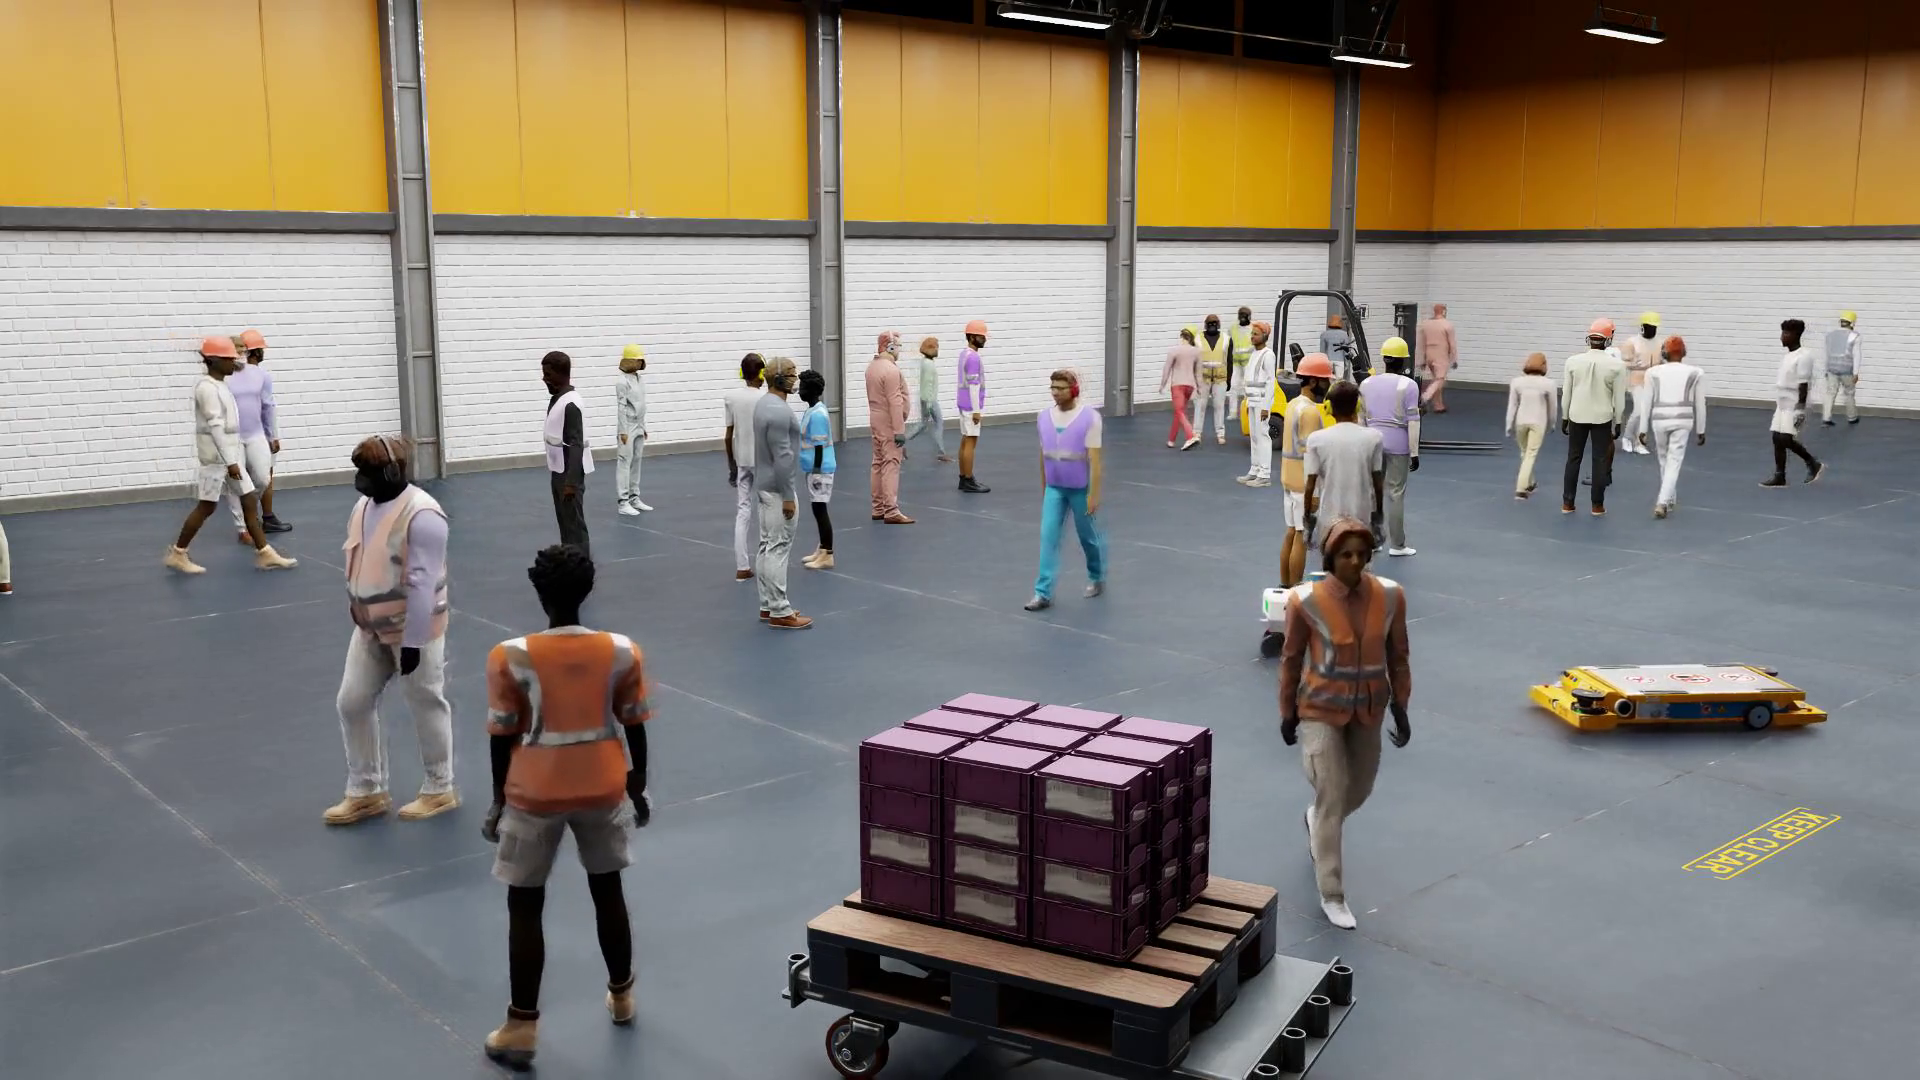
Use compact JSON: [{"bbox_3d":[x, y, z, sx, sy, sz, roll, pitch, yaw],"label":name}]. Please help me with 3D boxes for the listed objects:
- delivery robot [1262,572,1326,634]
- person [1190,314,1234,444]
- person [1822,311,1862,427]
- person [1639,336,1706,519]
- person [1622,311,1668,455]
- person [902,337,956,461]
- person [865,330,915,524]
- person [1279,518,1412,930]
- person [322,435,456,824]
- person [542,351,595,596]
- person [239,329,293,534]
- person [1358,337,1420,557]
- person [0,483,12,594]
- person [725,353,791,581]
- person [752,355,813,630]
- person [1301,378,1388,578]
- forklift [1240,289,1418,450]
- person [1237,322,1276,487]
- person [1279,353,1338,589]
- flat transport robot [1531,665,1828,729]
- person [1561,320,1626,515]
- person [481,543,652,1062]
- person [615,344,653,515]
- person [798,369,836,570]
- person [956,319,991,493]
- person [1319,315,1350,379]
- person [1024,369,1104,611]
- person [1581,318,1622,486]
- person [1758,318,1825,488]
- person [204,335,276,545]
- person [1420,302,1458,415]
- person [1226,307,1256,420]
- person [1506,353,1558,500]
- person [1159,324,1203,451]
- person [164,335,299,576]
[{"bbox_3d":[2.352,0.454,10.953,0.707,0.478,0.477,2,10,13],"label":"delivery robot"},{"bbox_3d":[3.519,-2.251,23.339,0.622,1.835,0.430,0,10,2],"label":"person"},{"bbox_3d":[13.675,-2.632,25.687,0.783,1.788,0.630,-6,12,-33],"label":"person"},{"bbox_3d":[7.222,-1.143,16.866,0.600,1.834,0.960,5,11,27],"label":"person"},{"bbox_3d":[9.105,-2.081,22.096,0.584,1.913,0.416,-2,10,-12],"label":"person"},{"bbox_3d":[-0.445,-1.800,21.340,0.711,1.608,0.501,-2,10,-12],"label":"person"},{"bbox_3d":[-0.692,-1.114,16.456,0.411,1.908,0.643,-4,11,-24],"label":"person"},{"bbox_3d":[1.523,0.684,6.777,0.509,1.614,0.728,-2,10,-12],"label":"person"},{"bbox_3d":[-2.665,0.437,7.647,0.630,1.821,0.698,7,12,34],"label":"person"},{"bbox_3d":[-3.038,-0.504,12.860,0.393,1.916,0.591,-5,11,-26],"label":"person"},{"bbox_3d":[-6.694,-1.029,15.854,0.545,1.942,0.354,5,11,27],"label":"person"},{"bbox_3d":[3.785,-0.818,14.655,0.585,1.928,0.370,9,13,43],"label":"person"},{"bbox_3d":[-7.579,-0.461,12.762,0.329,1.865,0.515,1,10,7],"label":"person"},{"bbox_3d":[-1.663,-0.579,13.527,0.555,1.864,0.479,4,10,20],"label":"person"},{"bbox_3d":[-1.283,-0.337,11.812,0.370,1.941,0.627,-3,10,-18],"label":"person"},{"bbox_3d":[2.502,-0.120,10.804,0.564,1.851,0.649,2,10,10],"label":"person"},{"bbox_3d":[5.034,-2.339,22.783,2.313,2.155,1.214,3,10,16],"label":"forklift"},{"bbox_3d":[3.427,-1.555,19.101,0.345,1.883,0.584,-2,10,-9],"label":"person"},{"bbox_3d":[2.564,-0.411,12.255,0.377,1.932,0.552,-1,10,-3],"label":"person"},{"bbox_3d":[4.101,0.886,9.524,1.431,0.197,0.652,-1,10,-4],"label":"flat transport robot"},{"bbox_3d":[6.453,-1.238,16.967,0.619,1.989,0.396,6,11,31],"label":"person"},{"bbox_3d":[-1.313,0.860,5.548,0.590,1.691,0.368,-6,11,-30],"label":"person"},{"bbox_3d":[-3.344,-1.138,17.071,0.312,1.744,0.487,3,10,17],"label":"person"},{"bbox_3d":[-1.212,-0.594,14.056,0.321,1.693,0.538,-2,10,-9],"label":"person"},{"bbox_3d":[0.152,-1.499,18.629,0.375,1.934,0.547,-2,10,-9],"label":"person"},{"bbox_3d":[6.430,-3.048,28.577,0.507,1.633,0.278,3,10,16],"label":"person"},{"bbox_3d":[0.847,-0.400,12.592,0.589,1.804,0.956,6,12,32],"label":"person"},{"bbox_3d":[7.387,-1.583,19.141,0.381,1.927,0.542,6,12,33],"label":"person"},{"bbox_3d":[9.429,-1.530,18.775,0.548,1.941,0.626,0,10,2],"label":"person"},{"bbox_3d":[-6.562,-0.909,15.192,0.653,1.926,0.428,-9,13,-42],"label":"person"},{"bbox_3d":[7.933,-3.024,27.739,0.834,1.879,0.642,-6,11,-30],"label":"person"},{"bbox_3d":[4.490,-2.800,26.553,0.654,1.825,0.633,5,11,27],"label":"person"},{"bbox_3d":[6.247,-1.246,18.162,0.497,1.584,0.861,8,13,40],"label":"person"},{"bbox_3d":[3.074,-2.086,22.715,0.583,1.708,0.733,-4,11,-23],"label":"person"},{"bbox_3d":[-6.120,-0.696,13.764,1.008,2.004,0.618,-1,10,-6],"label":"person"}]
